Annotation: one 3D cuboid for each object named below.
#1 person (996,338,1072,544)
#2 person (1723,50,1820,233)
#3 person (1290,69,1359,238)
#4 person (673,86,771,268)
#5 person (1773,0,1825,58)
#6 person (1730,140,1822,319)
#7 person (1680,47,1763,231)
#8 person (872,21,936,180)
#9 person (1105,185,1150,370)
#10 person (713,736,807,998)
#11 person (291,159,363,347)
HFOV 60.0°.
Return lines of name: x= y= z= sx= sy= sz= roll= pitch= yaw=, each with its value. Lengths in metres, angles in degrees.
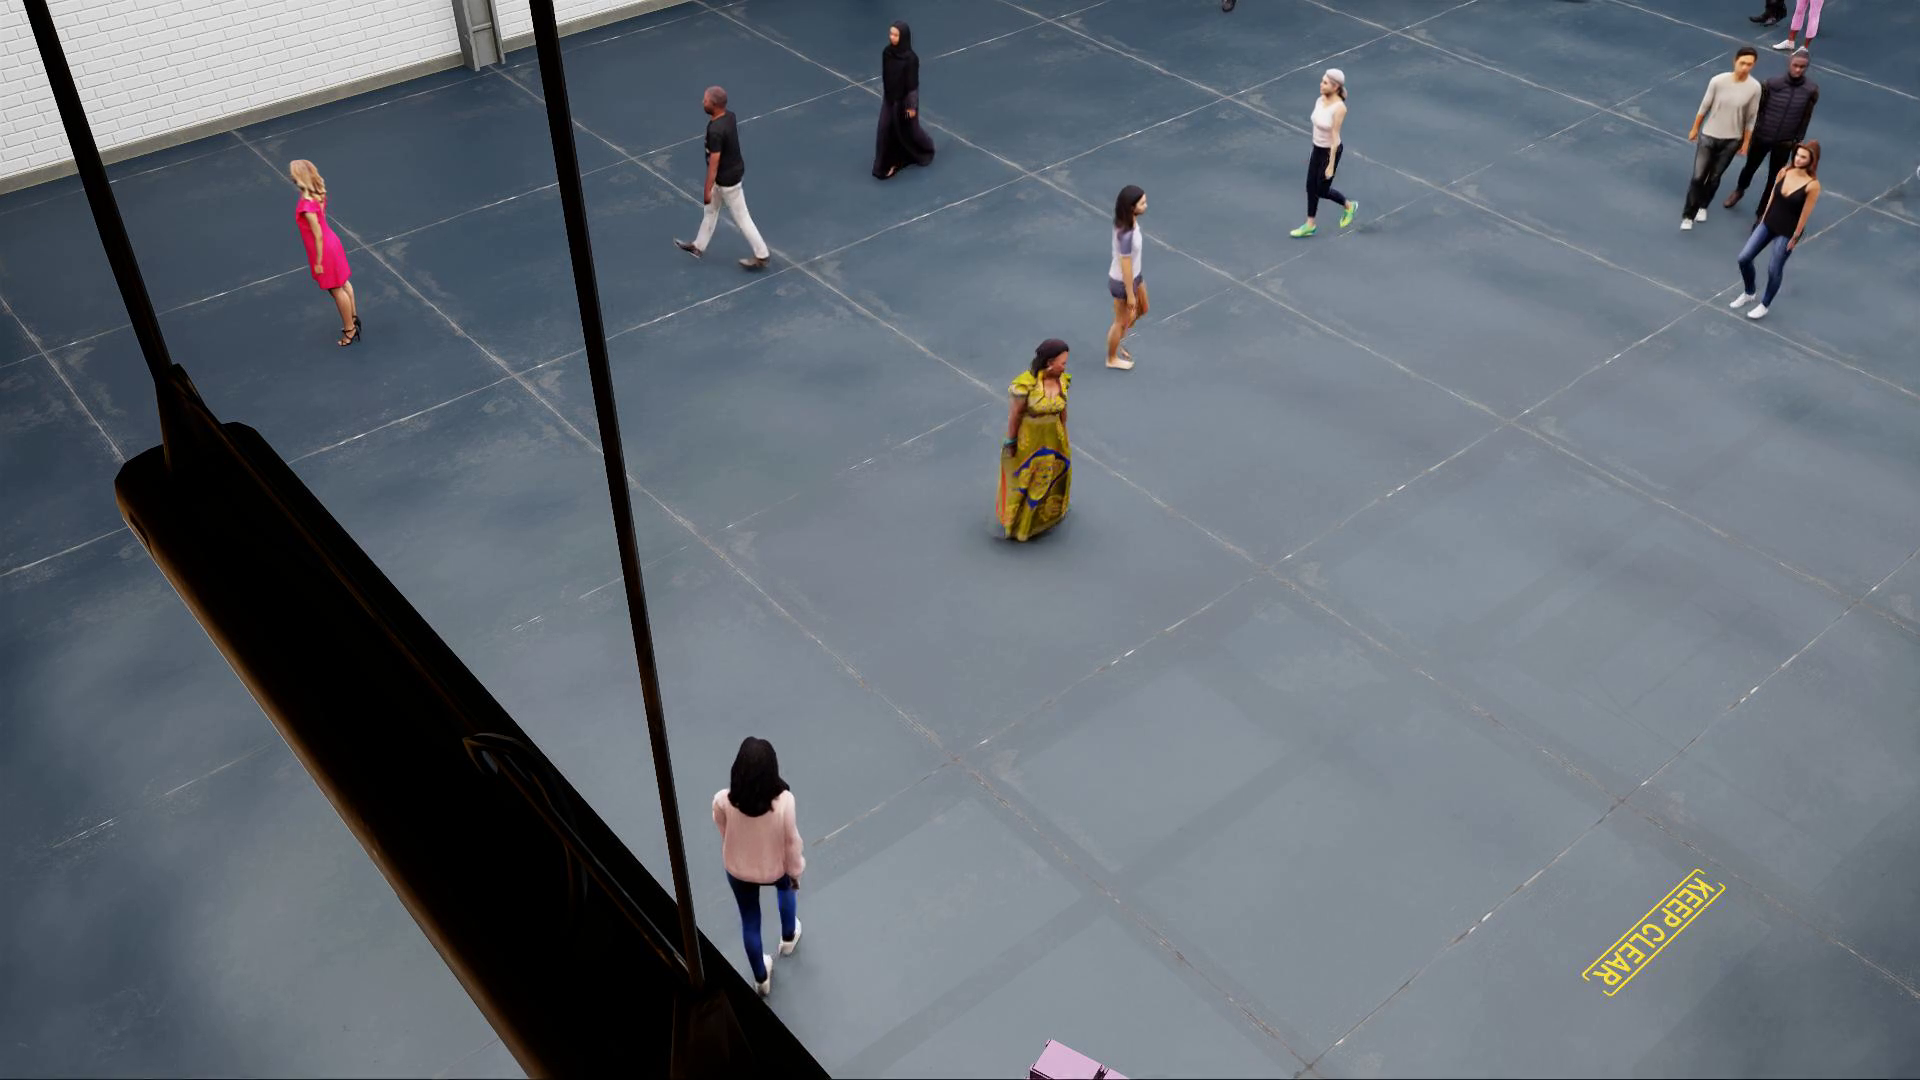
person: x=0.514 y=-0.737 z=12.211 sx=0.773 sy=1.633 sz=0.995 roll=-11 pitch=40 yaw=-14
person: x=7.804 y=-3.881 z=16.014 sx=1.093 sy=1.801 sz=1.240 roll=13 pitch=41 yaw=16
person: x=3.556 y=-3.665 z=15.833 sx=0.965 sy=1.689 sz=0.787 roll=-12 pitch=40 yaw=-15
person: x=-2.059 y=-3.274 z=15.295 sx=1.239 sy=1.749 sz=1.199 roll=4 pitch=39 yaw=5
person: x=9.975 y=-6.513 z=19.354 sx=0.609 sy=1.745 sz=0.632 roll=-14 pitch=41 yaw=-17
person: x=7.295 y=-2.758 z=14.681 sx=0.642 sy=1.709 sz=0.634 roll=-20 pitch=43 yaw=-23
person: x=7.360 y=-3.923 z=16.074 sx=0.956 sy=1.791 sz=1.094 roll=14 pitch=41 yaw=17
person: x=-0.556 y=-4.514 z=16.971 sx=0.763 sy=1.596 sz=1.117 roll=26 pitch=45 yaw=28
person: x=1.308 y=-2.191 z=13.960 sx=0.775 sy=1.723 sz=0.707 roll=5 pitch=39 yaw=7
person: x=-1.085 y=1.830 z=8.905 sx=0.862 sy=1.748 sz=0.921 roll=0 pitch=39 yaw=0
person: x=-5.456 y=-2.490 z=14.330 sx=0.702 sy=1.728 sz=0.670 roll=-4 pitch=39 yaw=-5
